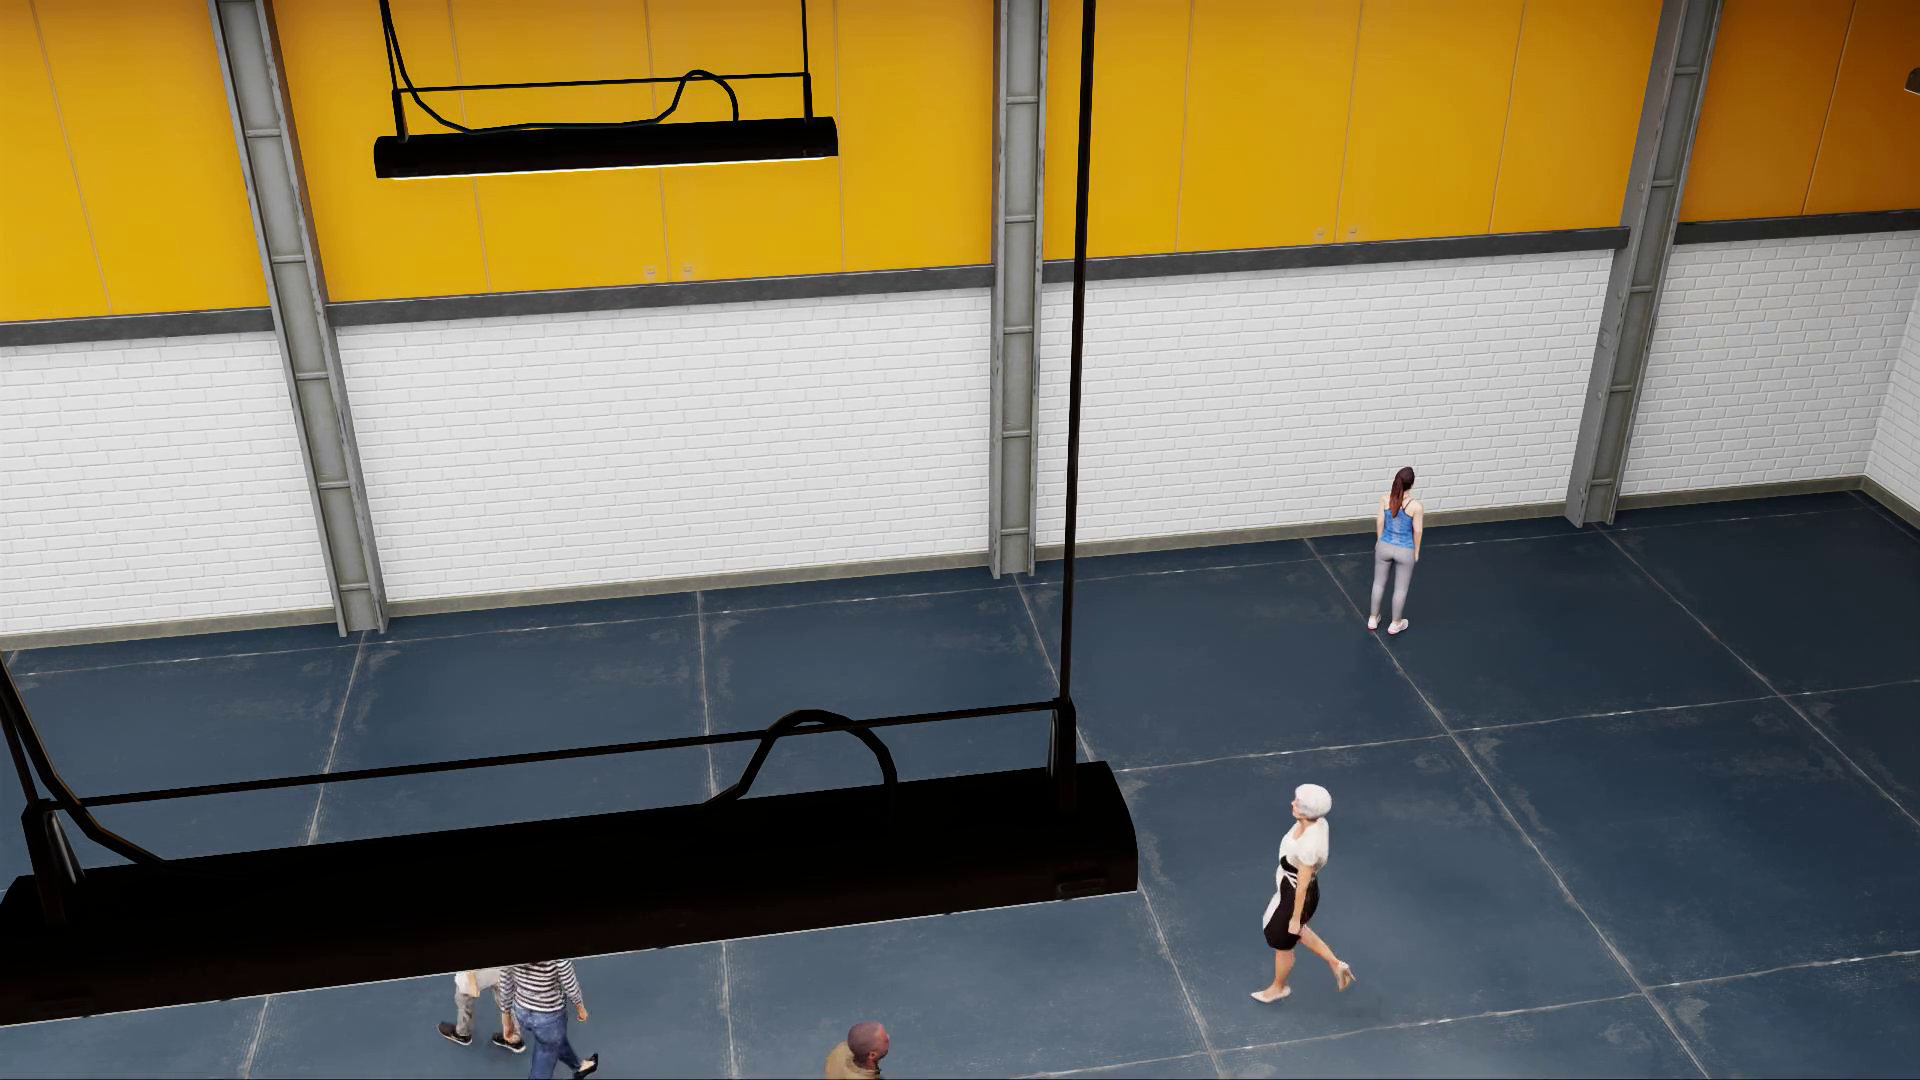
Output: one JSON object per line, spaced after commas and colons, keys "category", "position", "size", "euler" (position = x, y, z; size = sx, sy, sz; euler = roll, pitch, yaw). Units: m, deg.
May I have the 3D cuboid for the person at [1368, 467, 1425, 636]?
{"category": "person", "position": [3.861, 0.085, 14.721], "size": [0.655, 1.610, 0.722], "euler": [16, 33, 27]}

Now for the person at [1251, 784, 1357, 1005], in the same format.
{"category": "person", "position": [2.231, 2.295, 10.532], "size": [0.986, 1.741, 0.839], "euler": [8, 30, 14]}

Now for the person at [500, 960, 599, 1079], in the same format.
{"category": "person", "position": [-2.428, 2.854, 9.524], "size": [1.168, 1.725, 1.014], "euler": [8, 30, 14]}

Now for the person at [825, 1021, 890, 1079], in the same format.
{"category": "person", "position": [-0.572, 3.249, 8.717], "size": [0.982, 1.805, 0.891], "euler": [-16, 32, -27]}
